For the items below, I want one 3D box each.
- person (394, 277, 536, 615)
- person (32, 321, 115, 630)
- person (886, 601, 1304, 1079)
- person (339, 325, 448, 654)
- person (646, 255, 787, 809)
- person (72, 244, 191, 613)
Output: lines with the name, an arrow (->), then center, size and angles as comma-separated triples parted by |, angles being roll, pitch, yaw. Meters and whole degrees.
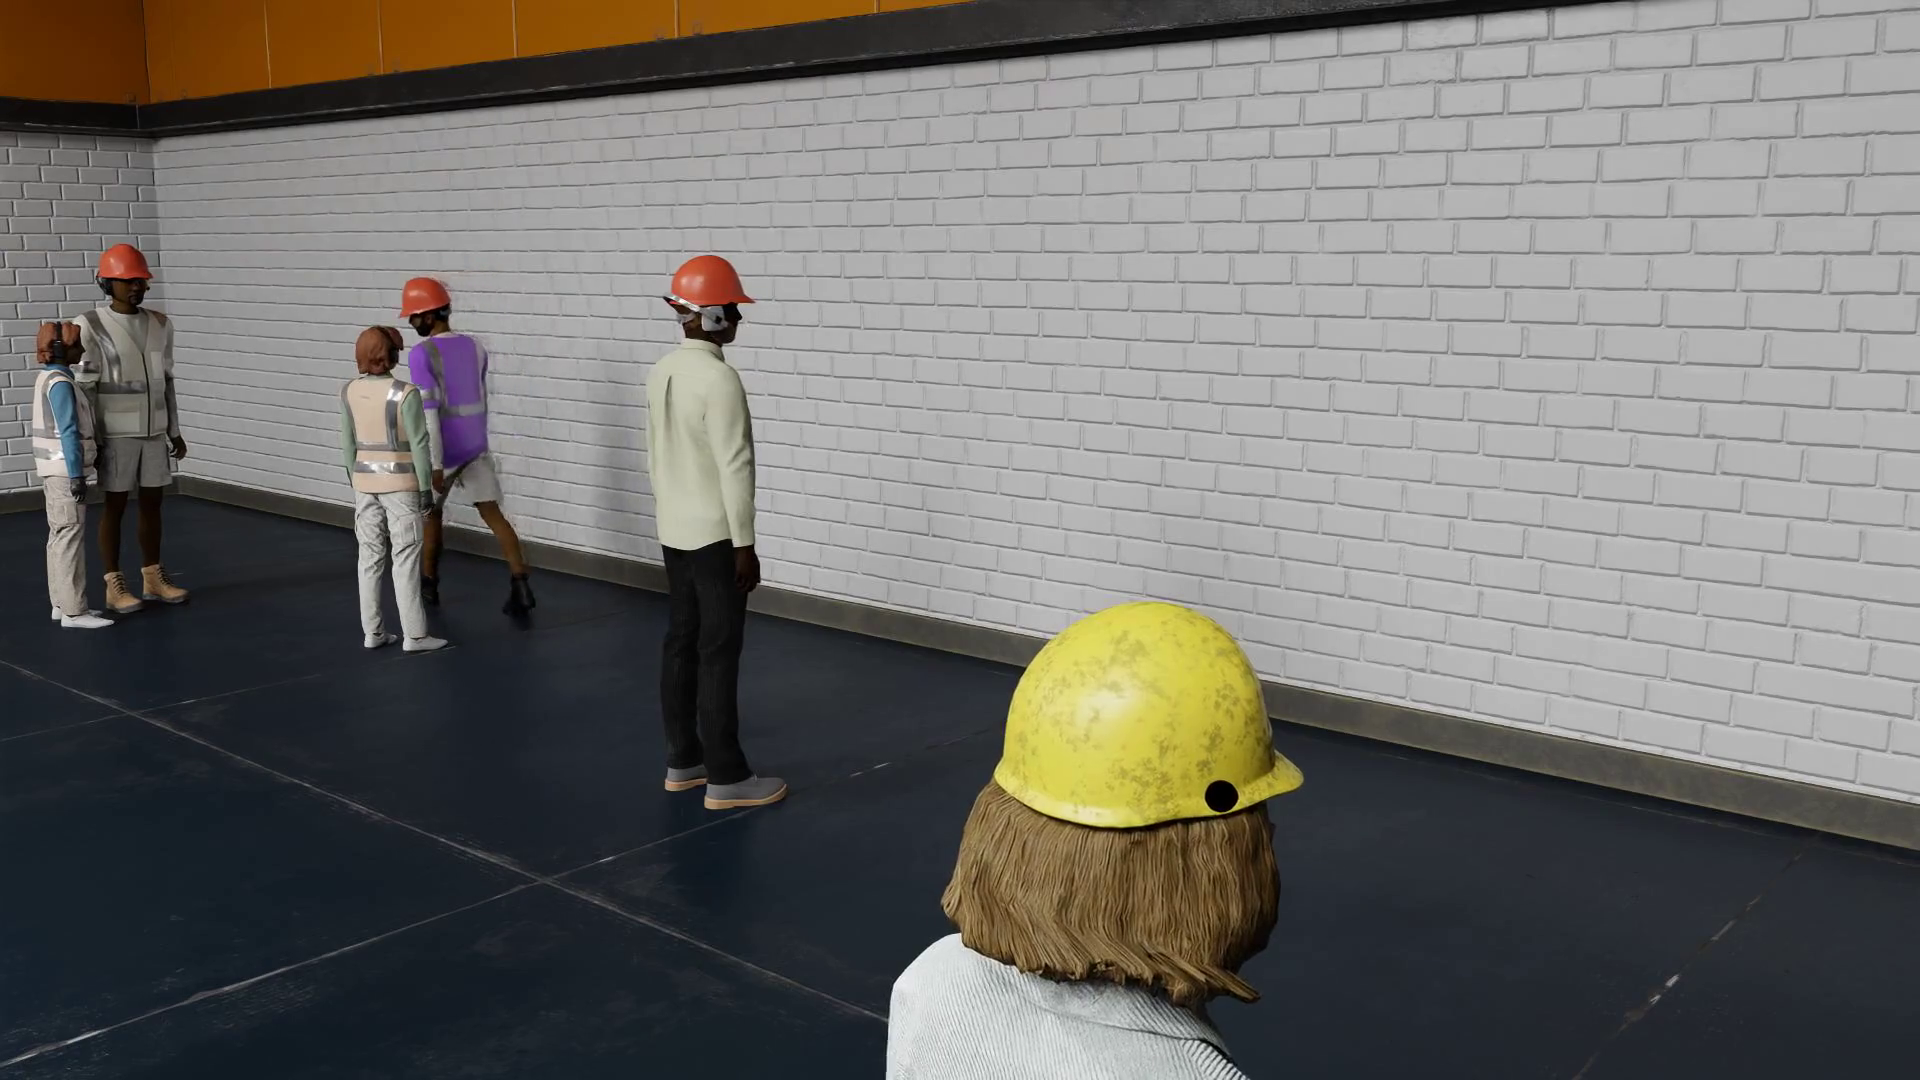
person -> -2.760, -0.506, 9.171 | 1.030, 1.874, 0.557 | 7, 12, 34
person -> -4.763, -0.343, 8.881 | 0.310, 1.638, 0.523 | -7, 12, -36
person -> 0.125, 0.910, 1.448 | 0.324, 1.743, 0.491 | -7, 12, -36
person -> -2.850, -0.245, 8.309 | 0.513, 1.645, 0.307 | 4, 11, 22
person -> -0.908, -0.027, 6.060 | 0.379, 1.996, 0.609 | -8, 12, -37
person -> -4.617, -0.624, 9.326 | 0.397, 2.043, 0.610 | 5, 11, 27
